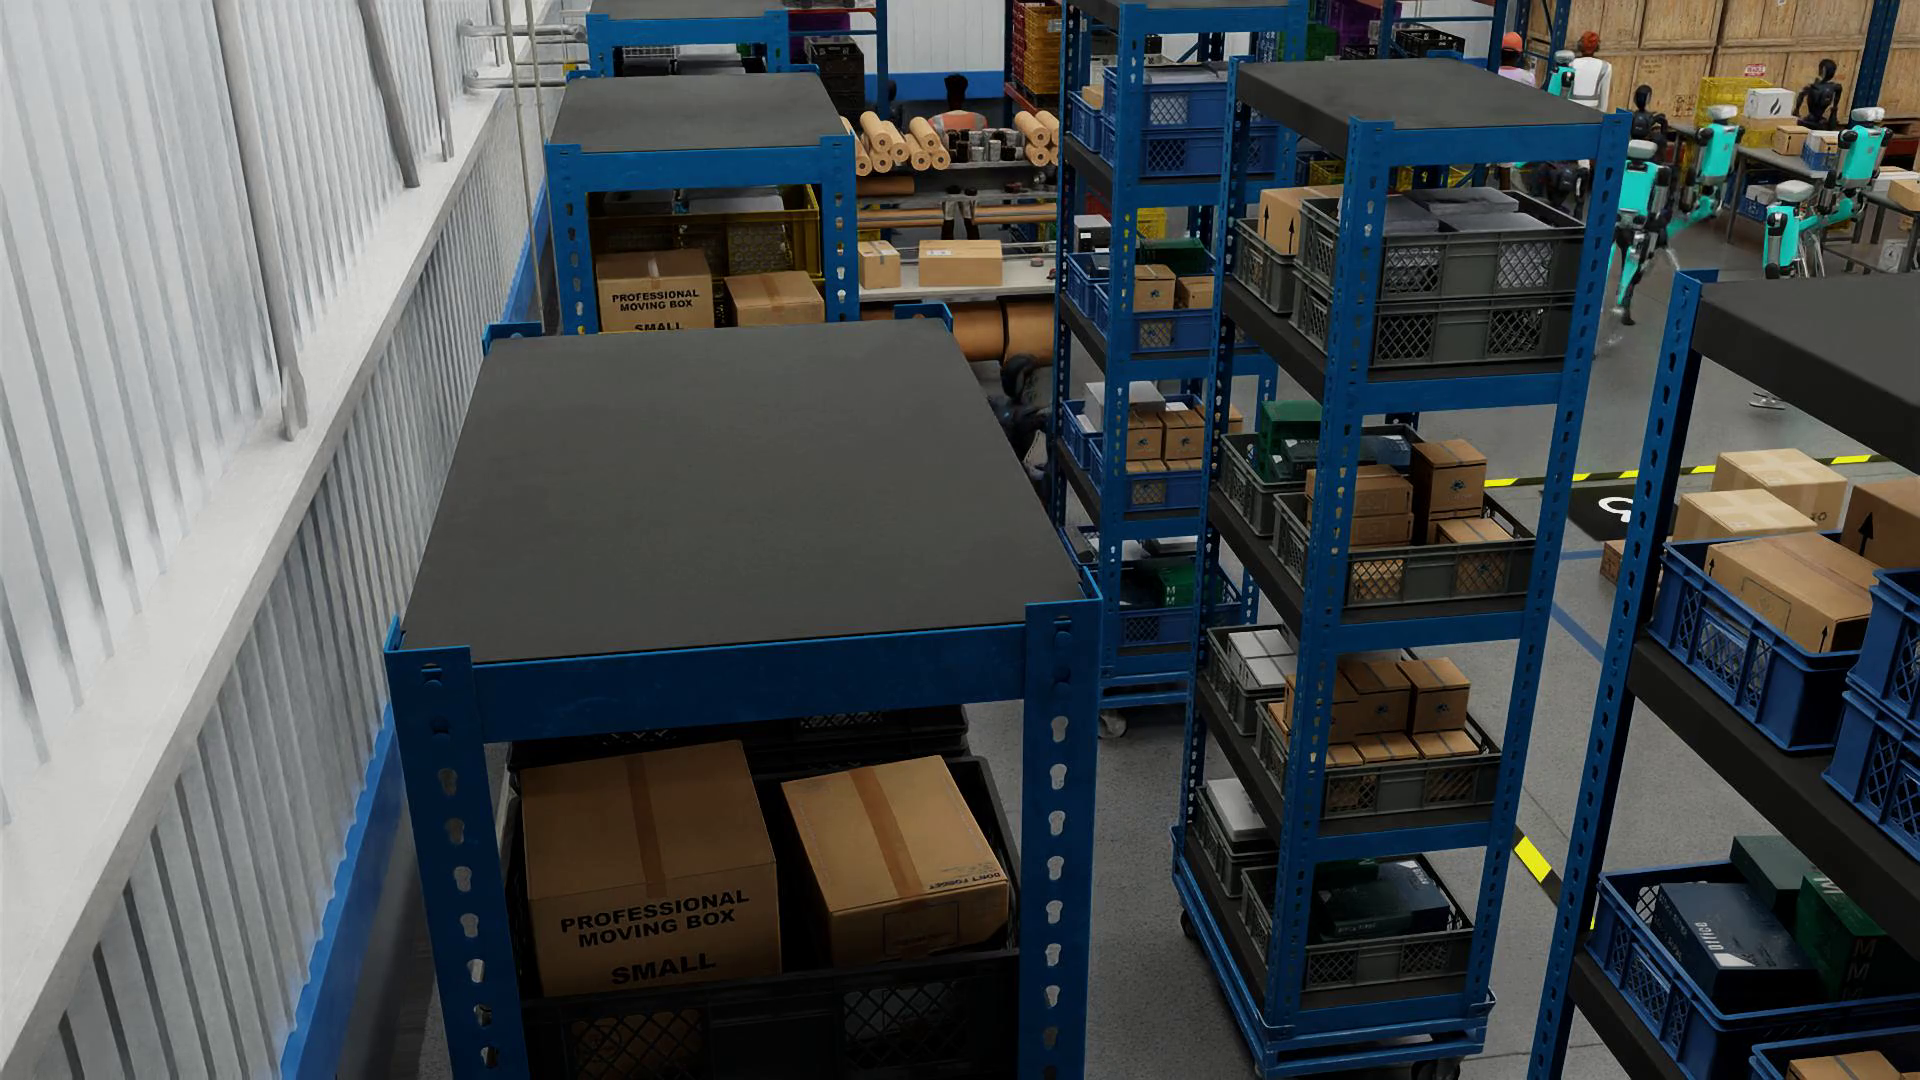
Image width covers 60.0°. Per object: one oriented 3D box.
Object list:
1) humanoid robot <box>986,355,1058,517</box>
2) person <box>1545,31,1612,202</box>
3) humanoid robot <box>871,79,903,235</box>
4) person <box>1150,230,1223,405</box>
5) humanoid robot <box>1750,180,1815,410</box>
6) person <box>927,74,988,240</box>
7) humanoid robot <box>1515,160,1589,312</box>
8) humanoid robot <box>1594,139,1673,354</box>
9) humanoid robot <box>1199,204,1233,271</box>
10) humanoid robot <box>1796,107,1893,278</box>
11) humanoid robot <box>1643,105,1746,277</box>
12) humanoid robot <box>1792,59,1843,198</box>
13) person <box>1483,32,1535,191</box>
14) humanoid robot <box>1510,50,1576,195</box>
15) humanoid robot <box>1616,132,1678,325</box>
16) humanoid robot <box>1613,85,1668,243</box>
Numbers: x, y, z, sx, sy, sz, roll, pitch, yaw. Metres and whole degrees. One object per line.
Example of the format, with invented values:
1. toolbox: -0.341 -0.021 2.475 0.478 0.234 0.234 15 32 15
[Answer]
1. humanoid robot: 0.317 -0.268 9.210 0.586 1.633 0.616 15 29 30
2. person: 6.949 -4.741 18.678 0.570 1.877 0.338 5 25 11
3. humanoid robot: -0.800 -3.932 17.165 0.387 1.638 0.611 17 30 33
4. person: 1.463 -1.102 10.800 0.596 1.849 0.385 -4 25 -9
5. humanoid robot: 6.204 -1.771 12.231 0.735 1.677 0.533 16 29 31
6. person: -0.034 -3.348 15.546 0.606 1.965 0.372 -7 25 -14
7. humanoid robot: 5.153 -2.721 14.536 0.592 1.645 0.503 -3 25 -6
8. humanoid robot: 5.400 -2.344 13.660 0.538 1.766 0.964 14 28 28
9. humanoid robot: 2.363 -3.230 15.591 0.540 1.807 0.801 4 25 10
10. humanoid robot: 7.975 -3.159 15.248 0.533 1.677 0.735 -8 26 -16
11. humanoid robot: 6.720 -3.204 15.555 0.545 1.806 0.891 -11 27 -23
12. humanoid robot: 9.415 -4.471 18.347 0.616 1.632 0.573 -6 25 -12
13. person: 5.662 -4.287 17.497 0.613 2.041 0.385 6 25 13
14. humanoid robot: 6.245 -4.461 18.145 0.714 1.713 0.530 2 25 4
15. humanoid robot: 5.980 -2.778 14.693 0.602 1.626 0.758 -2 25 -4
16. humanoid robot: 6.805 -3.743 16.763 0.616 1.641 0.538 10 27 21
